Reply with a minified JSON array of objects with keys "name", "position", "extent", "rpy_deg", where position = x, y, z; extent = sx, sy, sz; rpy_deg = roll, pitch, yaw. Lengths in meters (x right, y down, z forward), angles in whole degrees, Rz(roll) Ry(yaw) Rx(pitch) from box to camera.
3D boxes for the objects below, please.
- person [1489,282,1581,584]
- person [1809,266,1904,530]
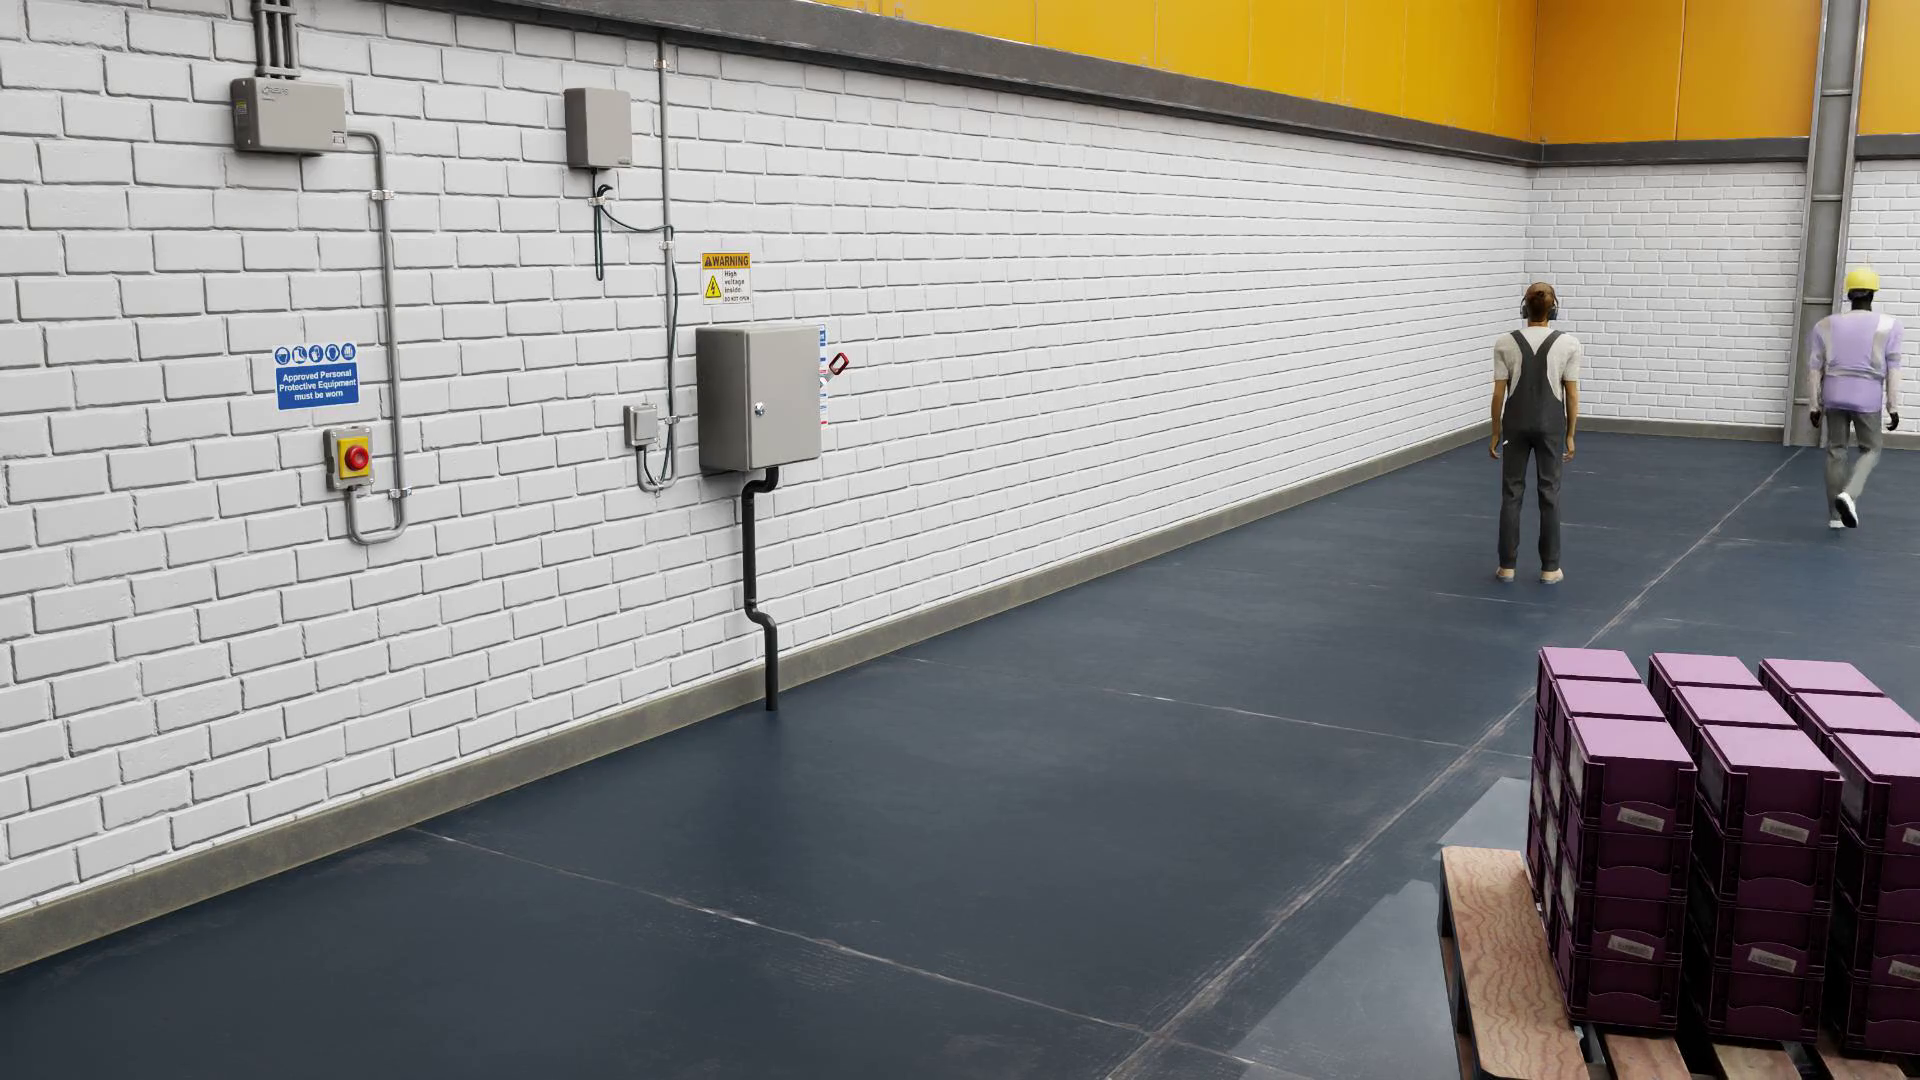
[{"name":"person","position":[3.512,-0.647,10.205],"extent":[0.507,1.843,0.351],"rpy_deg":[4,11,23]},{"name":"person","position":[6.414,-1.000,11.955],"extent":[0.615,1.913,0.484],"rpy_deg":[9,14,42]}]
